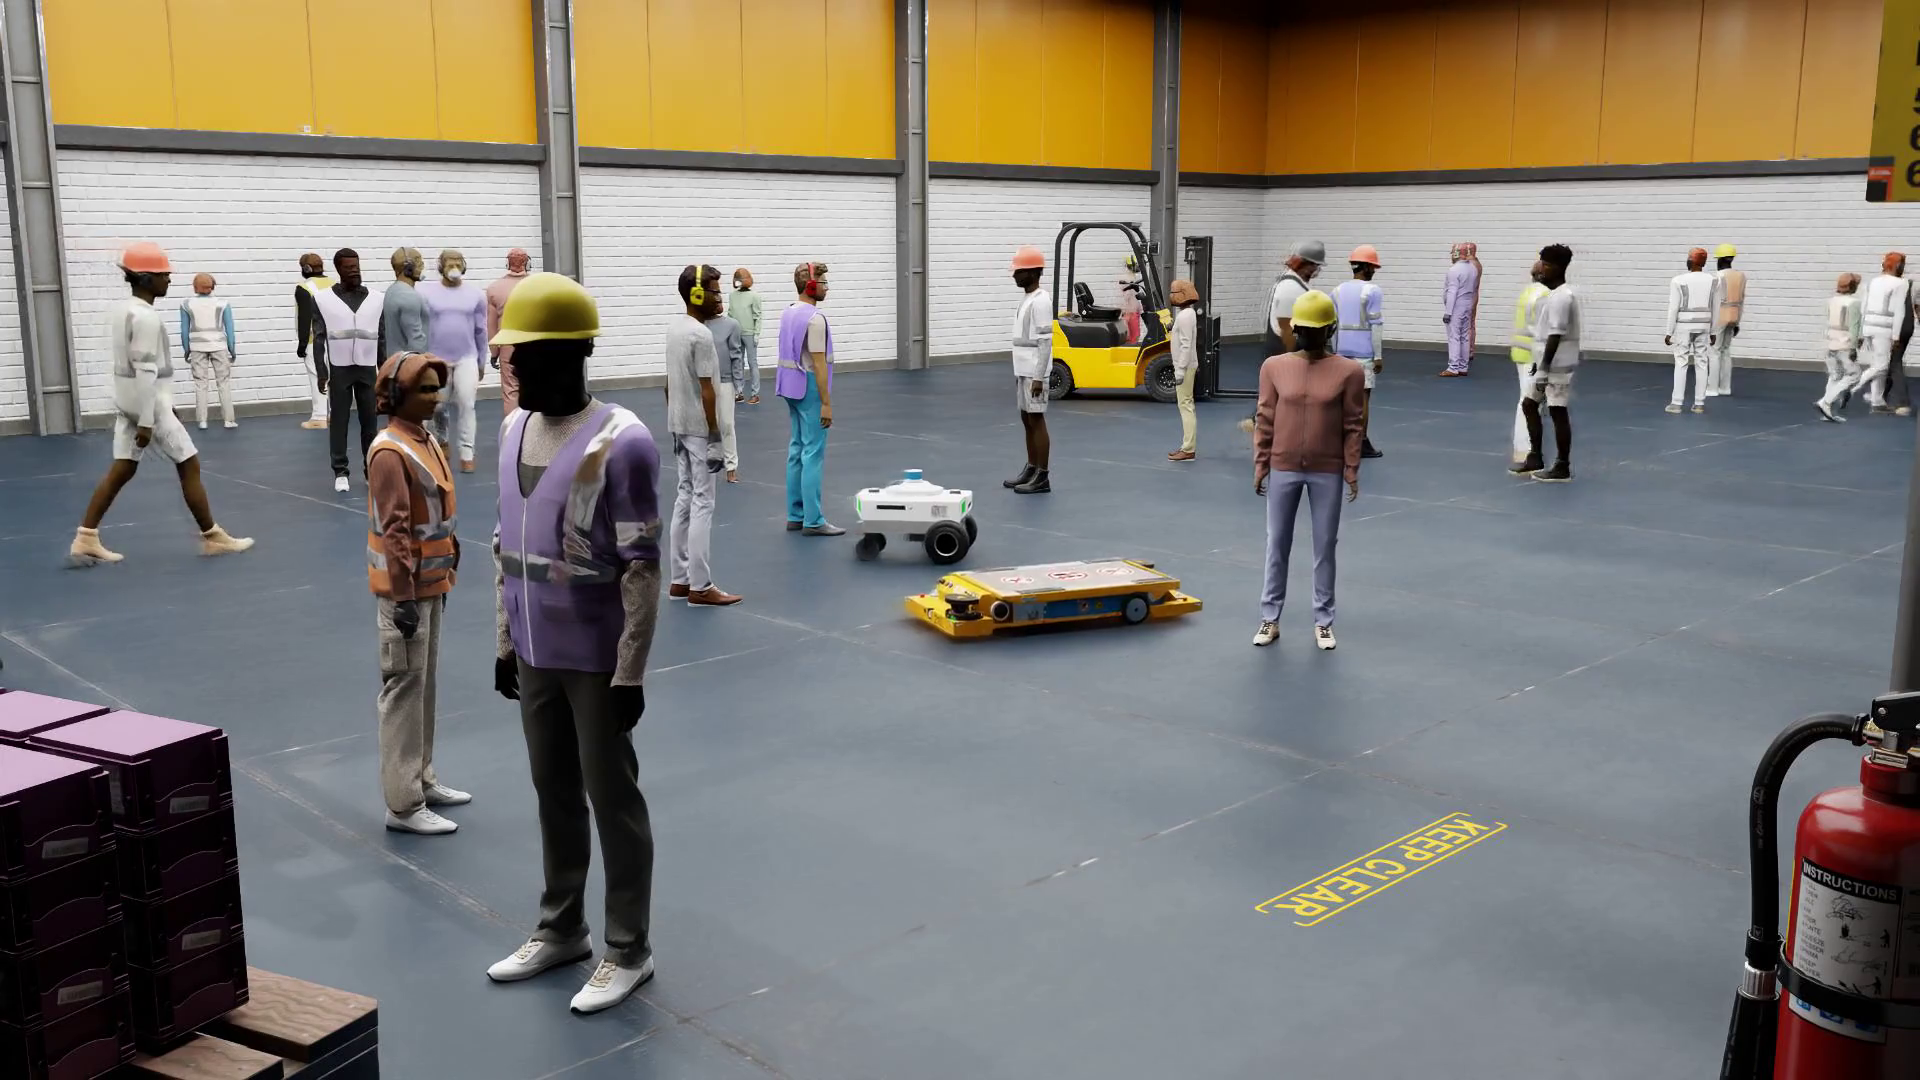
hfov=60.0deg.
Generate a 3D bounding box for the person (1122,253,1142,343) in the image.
[{"bbox_3d":[2.554,-3.447,25.117,0.656,1.747,0.531,4,11,22],"label":"person"}]

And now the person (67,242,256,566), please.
[{"bbox_3d":[-5.033,-0.831,10.248,1.065,1.994,0.619,-9,14,-41],"label":"person"}]

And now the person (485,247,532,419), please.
[{"bbox_3d":[-4.104,-1.781,15.623,0.641,1.908,0.407,-2,11,-11],"label":"person"}]

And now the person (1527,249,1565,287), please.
[{"bbox_3d":[9.138,-3.652,26.028,0.592,1.833,0.404,1,10,5],"label":"person"}]

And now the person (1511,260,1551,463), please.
[{"bbox_3d":[5.169,-1.589,14.871,0.447,1.803,0.775,1,10,4],"label":"person"}]

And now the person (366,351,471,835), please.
[{"bbox_3d":[-1.863,0.176,5.689,0.310,1.636,0.523,-1,10,-6],"label":"person"}]

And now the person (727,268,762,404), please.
[{"bbox_3d":[-2.608,-2.457,20.054,0.500,1.632,0.281,6,12,31],"label":"person"}]

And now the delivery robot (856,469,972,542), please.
[{"bbox_3d":[-0.287,-0.199,10.429,0.707,0.478,0.477,1,11,7],"label":"delivery robot"}]

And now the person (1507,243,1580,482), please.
[{"bbox_3d":[4.763,-1.443,13.649,0.658,1.947,0.634,3,11,18],"label":"person"}]

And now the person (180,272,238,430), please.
[{"bbox_3d":[-7.835,-1.966,17.360,0.523,1.638,0.310,-3,11,-16],"label":"person"}]

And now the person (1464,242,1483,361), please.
[{"bbox_3d":[8.188,-3.854,26.918,0.410,1.913,0.643,6,12,31],"label":"person"}]

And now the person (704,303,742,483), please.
[{"bbox_3d":[-2.031,-1.273,13.621,0.503,1.626,0.282,-1,10,-3],"label":"person"}]

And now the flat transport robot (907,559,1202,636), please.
[{"bbox_3d":[0.500,0.287,8.806,1.431,0.197,0.652,-4,11,-23],"label":"flat transport robot"}]

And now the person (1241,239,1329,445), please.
[{"bbox_3d":[2.936,-1.716,14.901,0.700,2.000,0.747,3,11,16],"label":"person"}]

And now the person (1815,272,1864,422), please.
[{"bbox_3d":[9.500,-2.065,17.929,0.386,1.623,0.531,-1,10,-3],"label":"person"}]

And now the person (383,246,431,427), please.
[{"bbox_3d":[-4.208,-1.278,12.790,0.372,1.940,0.631,-6,12,-32],"label":"person"}]

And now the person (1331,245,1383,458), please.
[{"bbox_3d":[3.639,-1.713,15.188,0.374,1.929,0.542,-8,13,-37],"label":"person"}]

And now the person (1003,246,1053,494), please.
[{"bbox_3d":[0.537,-1.332,13.095,0.363,1.934,0.551,-2,11,-13],"label":"person"}]

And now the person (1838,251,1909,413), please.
[{"bbox_3d":[10.304,-2.330,18.771,0.799,1.853,0.589,-2,11,-11],"label":"person"}]

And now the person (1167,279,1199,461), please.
[{"bbox_3d":[2.008,-1.526,14.975,0.266,1.631,0.507,2,11,11],"label":"person"}]

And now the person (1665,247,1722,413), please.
[{"bbox_3d":[8.351,-2.385,18.975,0.584,1.884,0.349,0,10,1],"label":"person"}]

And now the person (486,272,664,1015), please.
[{"bbox_3d":[-1.027,0.271,4.376,0.587,1.927,0.367,8,13,36],"label":"person"}]

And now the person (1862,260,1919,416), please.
[{"bbox_3d":[10.638,-2.325,18.929,0.574,1.776,0.964,-1,10,-4],"label":"person"}]

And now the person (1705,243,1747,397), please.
[{"bbox_3d":[9.549,-2.751,20.876,0.600,1.922,0.387,-5,12,-26],"label":"person"}]

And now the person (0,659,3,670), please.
[{"bbox_3d":[-4.645,-0.308,7.512,0.552,1.934,0.364,-1,10,-5],"label":"person"}]

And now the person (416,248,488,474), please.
[{"bbox_3d":[-4.379,-1.555,14.360,0.627,1.920,0.767,-4,11,-22],"label":"person"}]

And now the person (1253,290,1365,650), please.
[{"bbox_3d":[1.696,-0.335,8.143,0.522,1.761,0.327,3,11,15],"label":"person"}]

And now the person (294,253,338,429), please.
[{"bbox_3d":[-6.760,-2.091,17.496,0.429,1.842,0.626,3,11,15],"label":"person"}]

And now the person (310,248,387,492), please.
[{"bbox_3d":[-4.848,-1.357,13.270,0.596,1.921,0.386,-8,13,-37],"label":"person"}]

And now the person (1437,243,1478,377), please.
[{"bbox_3d":[7.118,-3.288,23.841,0.652,1.905,0.408,-10,14,-43],"label":"person"}]

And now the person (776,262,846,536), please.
[{"bbox_3d":[-1.033,-0.946,11.231,0.377,1.844,0.569,-6,12,-28],"label":"person"}]

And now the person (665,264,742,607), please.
[{"bbox_3d":[-1.439,-0.570,9.131,0.315,1.865,0.526,-7,12,-32],"label":"person"}]

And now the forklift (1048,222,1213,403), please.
[{"bbox_3d":[1.935,-2.847,20.651,2.313,2.155,1.214,2,11,13],"label":"forklift"}]
